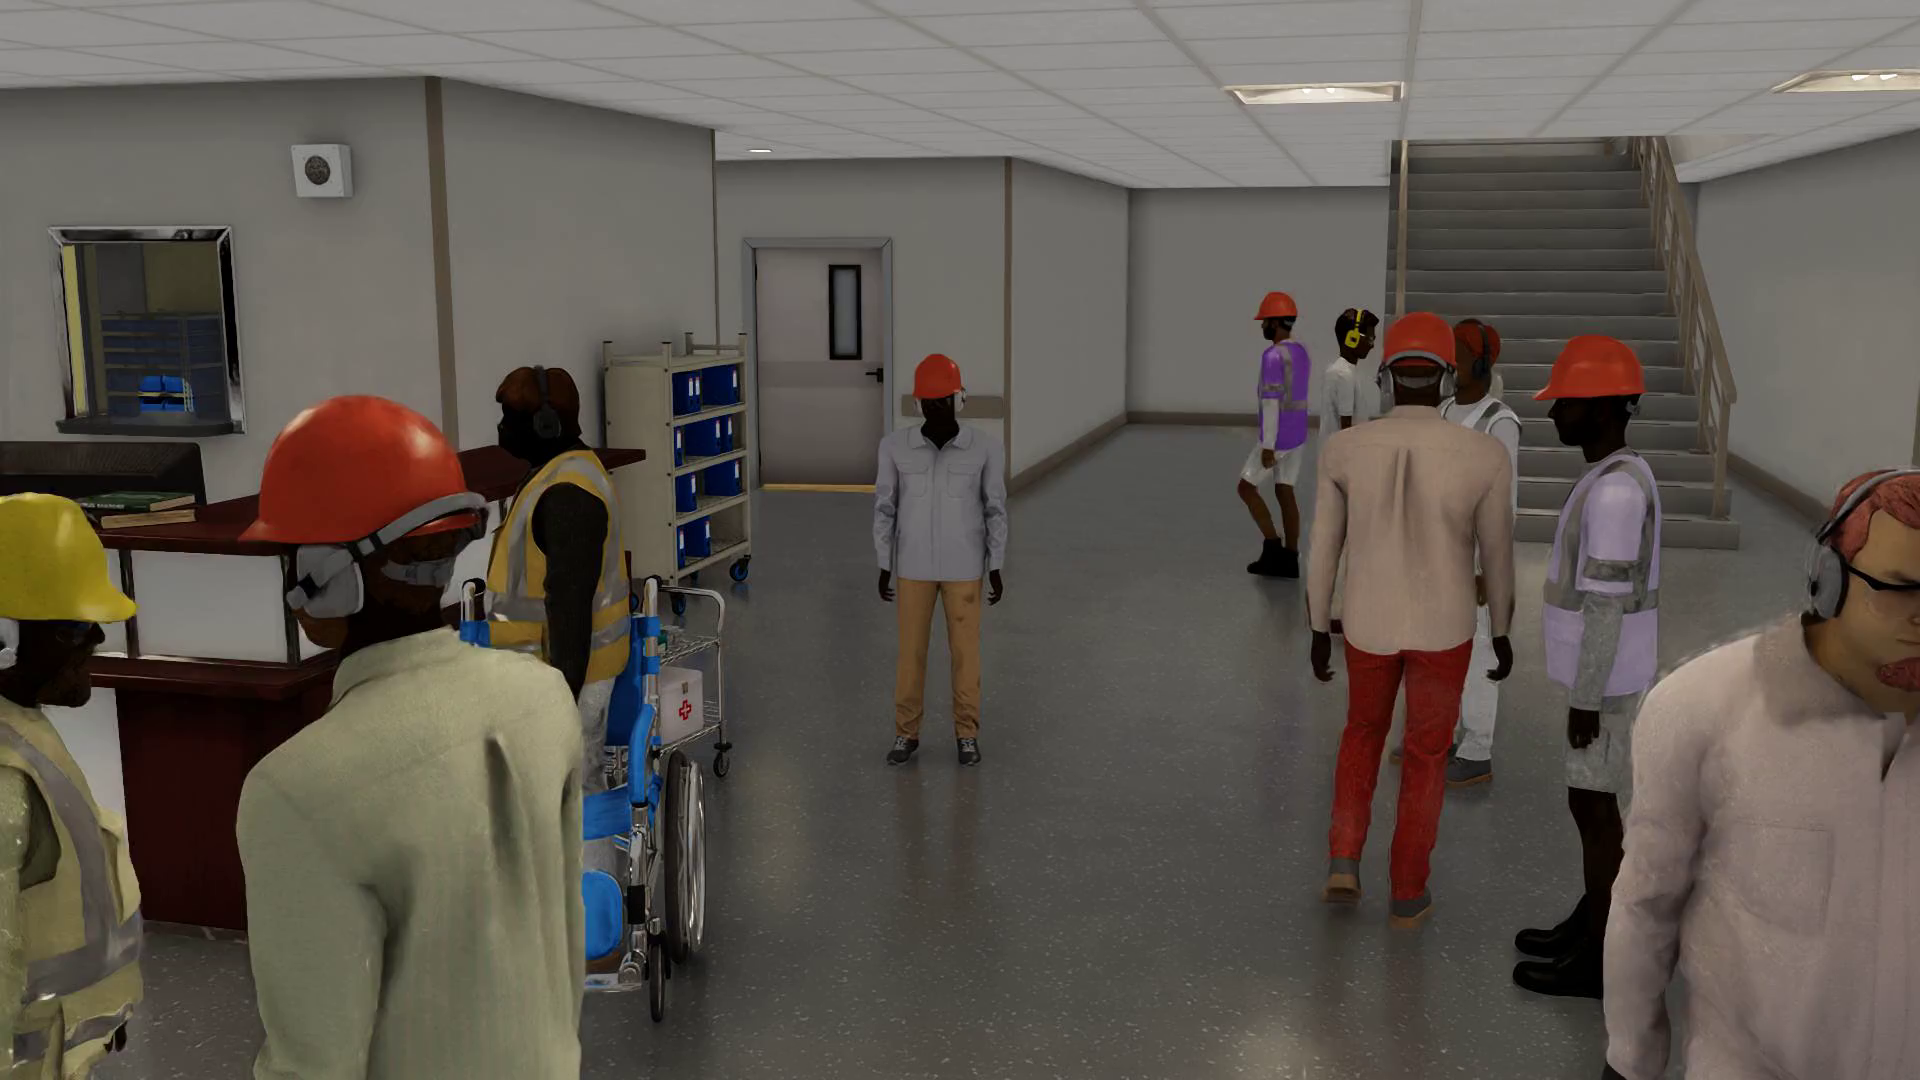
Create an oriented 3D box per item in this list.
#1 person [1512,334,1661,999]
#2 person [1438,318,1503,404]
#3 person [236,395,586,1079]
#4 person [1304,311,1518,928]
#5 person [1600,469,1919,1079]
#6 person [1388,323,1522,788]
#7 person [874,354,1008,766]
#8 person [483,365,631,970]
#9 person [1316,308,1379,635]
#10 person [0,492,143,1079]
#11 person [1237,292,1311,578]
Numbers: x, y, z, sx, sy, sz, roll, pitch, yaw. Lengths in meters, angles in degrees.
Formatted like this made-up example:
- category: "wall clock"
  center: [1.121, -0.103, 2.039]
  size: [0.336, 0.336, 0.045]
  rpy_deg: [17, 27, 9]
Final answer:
- category: "person"
  center: [1.830, 0.371, 4.868]
  size: [0.380, 1.931, 0.545]
  rpy_deg: [4, 10, 20]
- category: "person"
  center: [2.988, -0.433, 10.002]
  size: [0.529, 1.780, 1.006]
  rpy_deg: [0, 10, 0]
- category: "person"
  center: [-0.706, 0.797, 2.191]
  size: [0.396, 1.991, 0.618]
  rpy_deg: [3, 10, 16]
- category: "person"
  center: [1.443, 0.268, 5.313]
  size: [0.633, 1.978, 0.428]
  rpy_deg: [5, 11, 28]
- category: "person"
  center: [1.298, 0.826, 2.406]
  size: [0.646, 1.846, 0.995]
  rpy_deg: [2, 10, 11]
- category: "person"
  center: [2.041, 0.062, 6.809]
  size: [0.355, 1.885, 0.575]
  rpy_deg: [-2, 10, -14]
- category: "person"
  center: [-0.085, 0.092, 7.011]
  size: [0.566, 1.750, 0.341]
  rpy_deg: [1, 10, 5]
- category: "person"
  center: [-1.219, 0.386, 5.062]
  size: [0.429, 1.835, 0.629]
  rpy_deg: [-3, 10, -16]
- category: "person"
  center: [2.211, -0.389, 9.522]
  size: [0.328, 1.865, 0.517]
  rpy_deg: [0, 10, 2]
- category: "person"
  center: [-1.481, 0.807, 2.733]
  size: [0.868, 1.776, 0.600]
  rpy_deg: [-8, 12, -39]
- category: "person"
  center: [2.105, -0.691, 11.129]
  size: [0.474, 1.917, 0.581]
  rpy_deg: [7, 12, 36]
